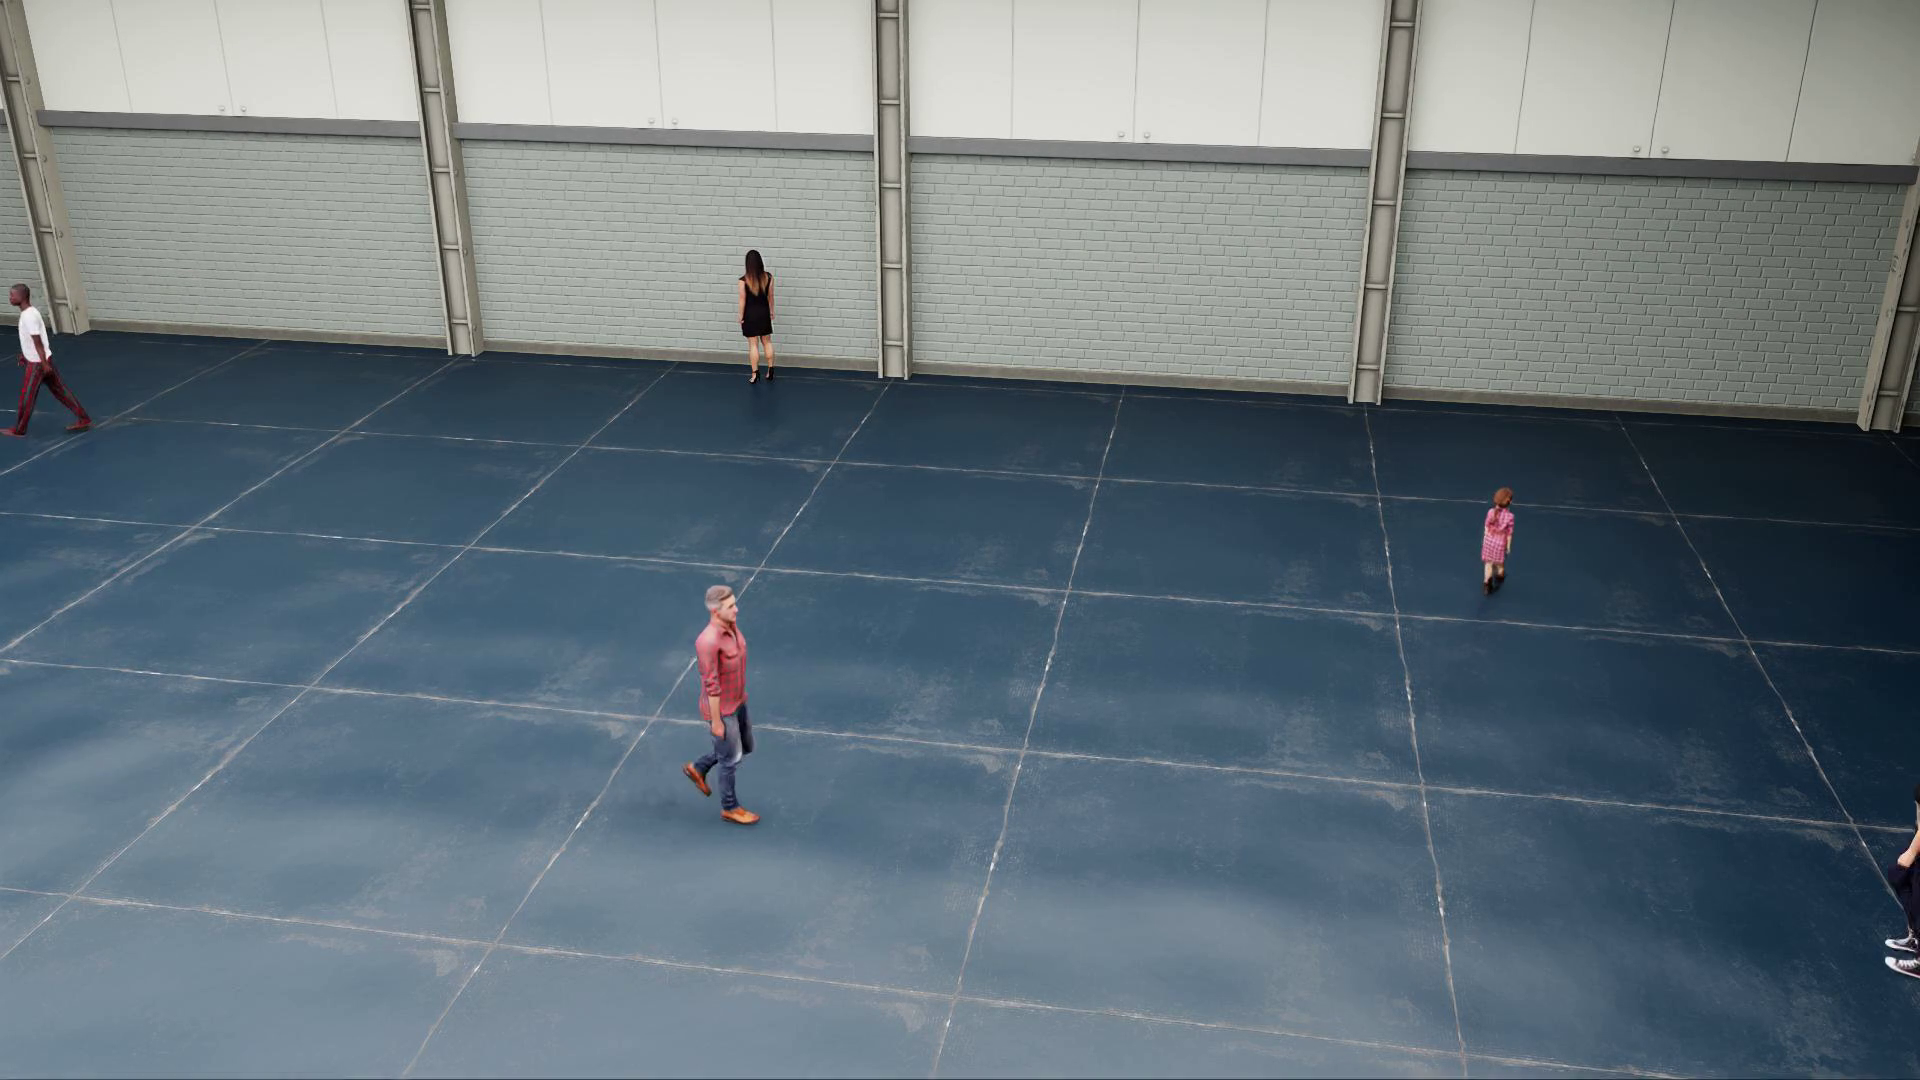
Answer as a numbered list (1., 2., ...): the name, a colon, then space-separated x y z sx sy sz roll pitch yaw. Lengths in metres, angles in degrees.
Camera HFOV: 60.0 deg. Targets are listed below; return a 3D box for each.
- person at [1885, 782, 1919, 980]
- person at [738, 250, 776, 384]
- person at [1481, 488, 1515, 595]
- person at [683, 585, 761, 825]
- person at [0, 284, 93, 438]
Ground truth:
1. person: 5.966 1.900 9.993 0.745 1.758 0.715 16 28 32
2. person: -2.584 -2.840 21.194 0.754 1.716 0.820 -15 27 -31
3. person: 4.947 0.020 15.375 0.657 1.007 0.638 14 27 29
4. person: -1.737 1.151 11.679 0.861 1.819 0.716 5 24 13
5. person: -10.590 -2.073 19.310 1.270 1.778 1.085 -10 25 -22
